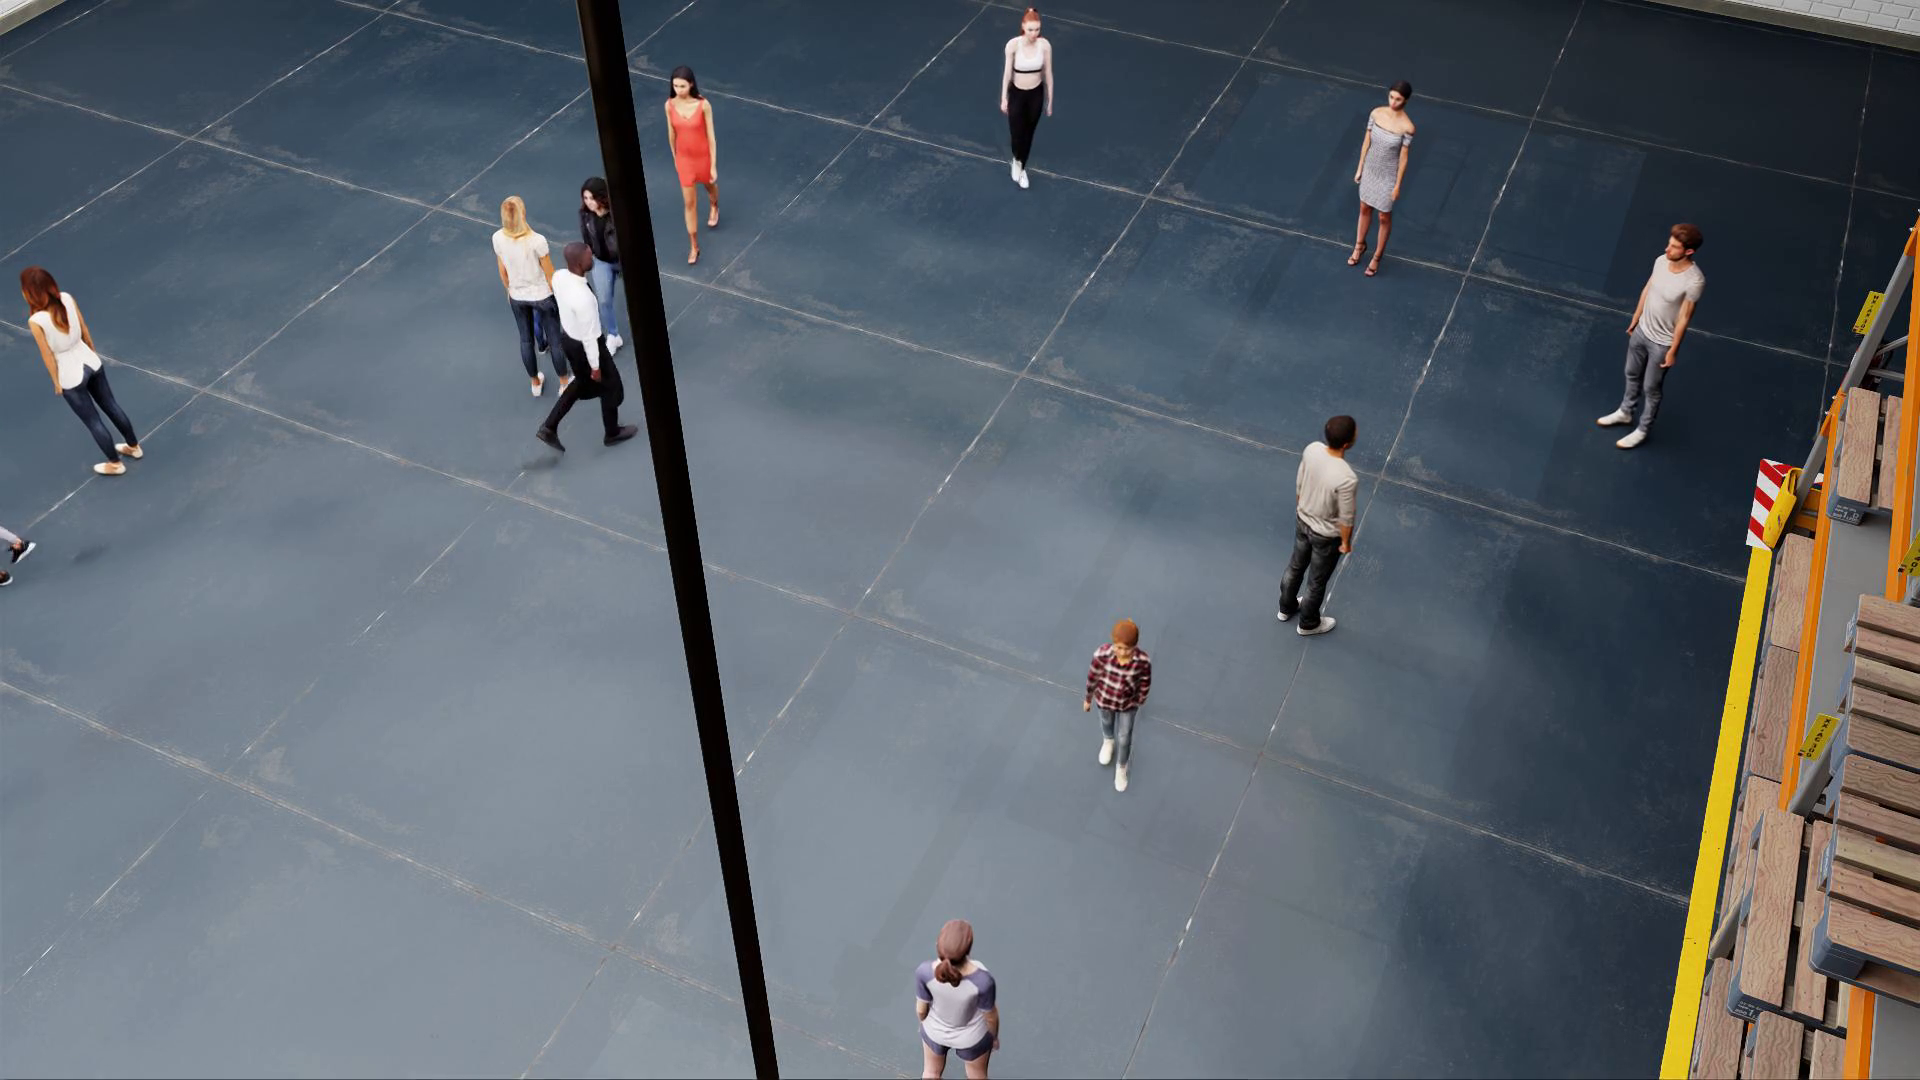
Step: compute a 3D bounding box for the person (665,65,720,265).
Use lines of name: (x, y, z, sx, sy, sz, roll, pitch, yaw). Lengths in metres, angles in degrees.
person: (-2.288, -3.370, 14.577, 0.899, 1.674, 1.197, 1, 44, 1)

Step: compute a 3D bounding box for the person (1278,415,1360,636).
person: (2.388, -0.103, 11.049, 0.733, 1.811, 0.736, -24, 48, -23)

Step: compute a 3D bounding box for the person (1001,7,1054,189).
person: (0.588, -4.088, 15.287, 0.732, 1.735, 0.768, -6, 44, -6)

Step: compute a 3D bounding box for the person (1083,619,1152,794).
person: (0.985, 0.916, 10.357, 0.598, 1.290, 0.695, 11, 45, 12)

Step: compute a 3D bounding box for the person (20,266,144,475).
person: (-6.493, -1.246, 12.269, 0.648, 1.782, 0.481, 15, 46, 15)

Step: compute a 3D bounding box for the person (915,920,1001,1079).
person: (-0.021, 2.459, 8.392, 0.630, 1.767, 0.628, 8, 44, 8)

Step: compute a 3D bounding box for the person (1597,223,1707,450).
person: (5.267, -1.548, 12.510, 0.806, 1.887, 0.747, -15, 46, -15)

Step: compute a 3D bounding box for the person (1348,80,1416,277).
person: (3.604, -3.097, 14.185, 0.633, 1.821, 0.659, -34, 53, -31)

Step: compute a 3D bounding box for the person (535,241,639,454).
person: (-2.881, -1.384, 12.394, 1.127, 1.811, 0.939, -26, 50, -25)

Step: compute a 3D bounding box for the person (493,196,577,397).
person: (-3.318, -1.873, 12.908, 0.648, 1.809, 0.605, 5, 44, 5)
